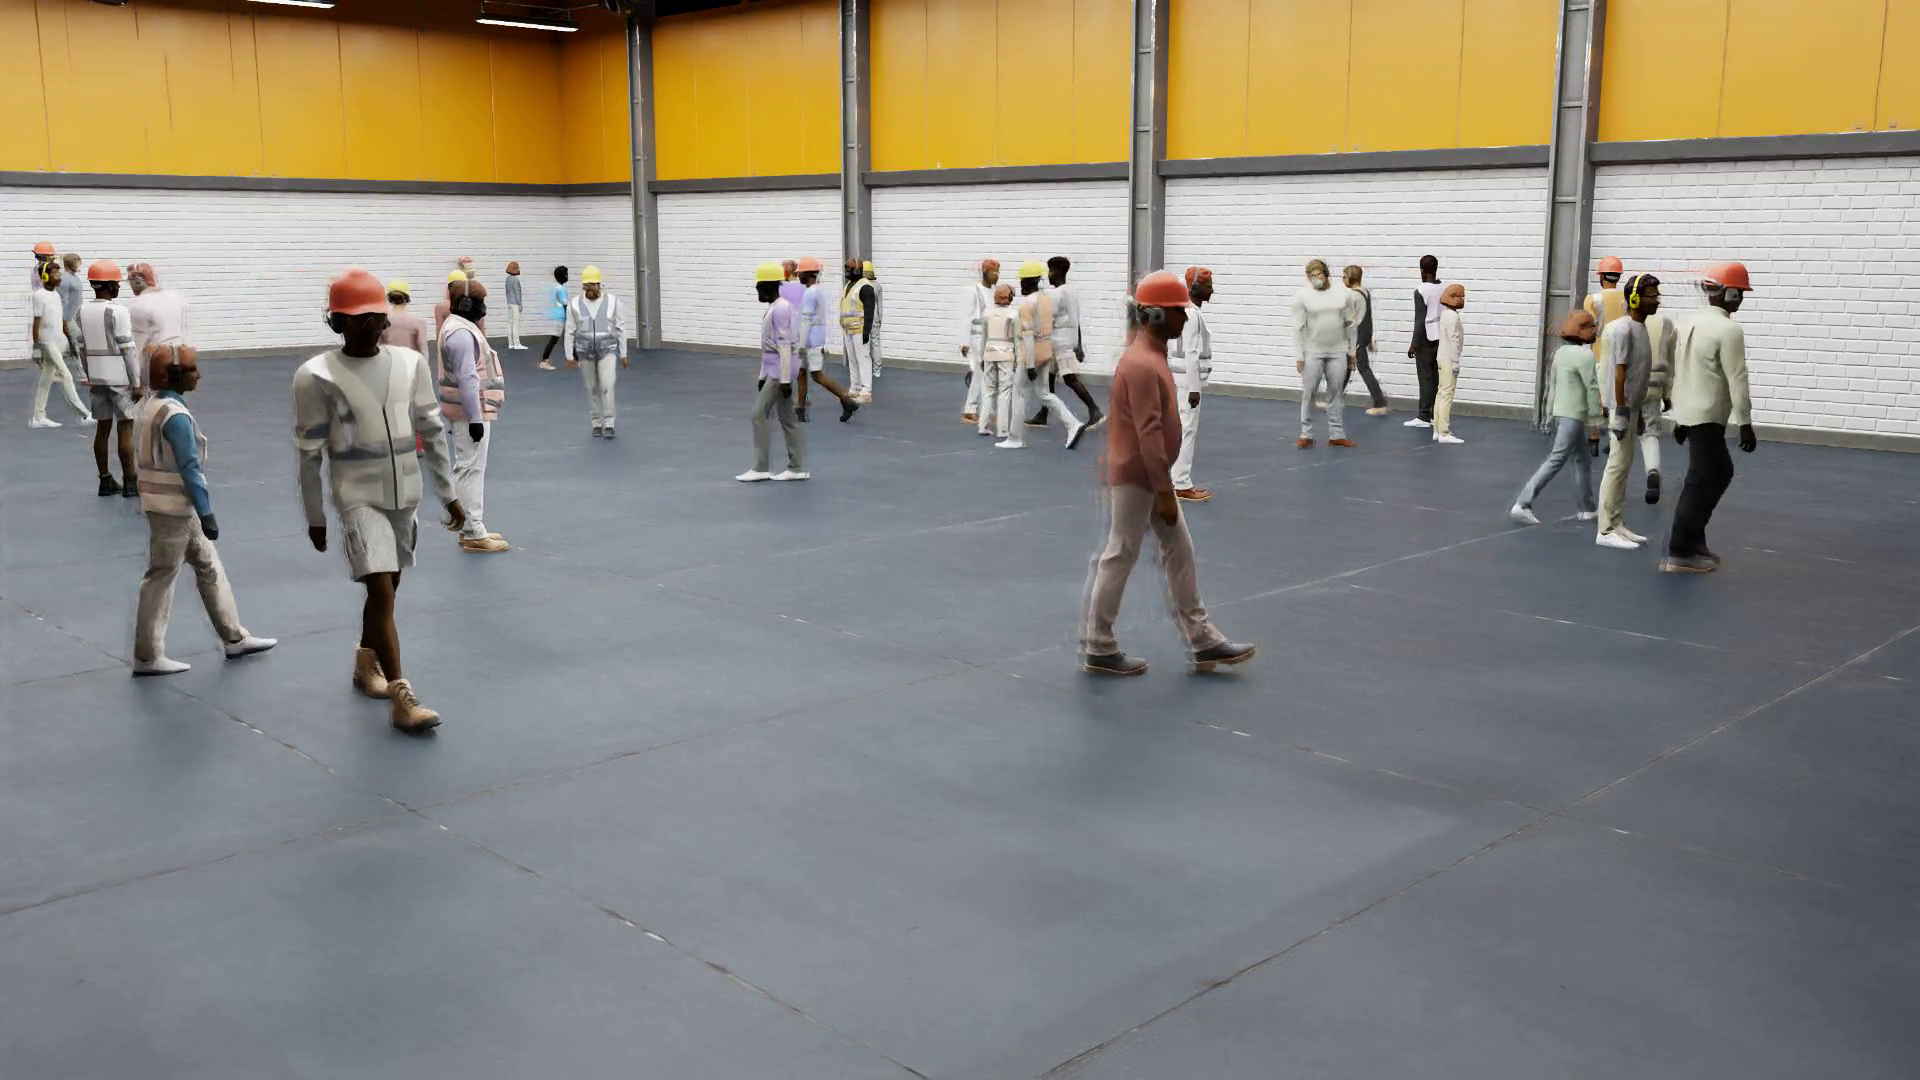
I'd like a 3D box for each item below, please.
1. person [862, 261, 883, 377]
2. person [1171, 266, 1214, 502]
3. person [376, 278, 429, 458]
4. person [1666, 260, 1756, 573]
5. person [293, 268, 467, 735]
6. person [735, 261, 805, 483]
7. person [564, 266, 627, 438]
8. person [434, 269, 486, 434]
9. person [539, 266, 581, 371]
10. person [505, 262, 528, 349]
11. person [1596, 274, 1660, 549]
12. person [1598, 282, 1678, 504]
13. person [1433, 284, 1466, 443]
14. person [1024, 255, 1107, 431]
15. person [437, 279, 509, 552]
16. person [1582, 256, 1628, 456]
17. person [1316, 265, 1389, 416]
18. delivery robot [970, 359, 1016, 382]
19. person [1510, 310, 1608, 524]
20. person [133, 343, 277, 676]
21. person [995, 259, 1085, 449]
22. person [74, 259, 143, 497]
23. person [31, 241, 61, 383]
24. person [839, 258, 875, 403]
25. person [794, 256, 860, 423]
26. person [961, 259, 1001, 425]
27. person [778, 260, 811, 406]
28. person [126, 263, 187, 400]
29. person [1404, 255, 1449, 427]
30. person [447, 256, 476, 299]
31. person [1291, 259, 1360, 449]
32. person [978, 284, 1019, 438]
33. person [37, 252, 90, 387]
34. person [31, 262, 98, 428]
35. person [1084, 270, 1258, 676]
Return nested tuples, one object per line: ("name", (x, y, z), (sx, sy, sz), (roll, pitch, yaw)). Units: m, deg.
("person", (-1.399, -3.323, 25.077), (0.494, 1.743, 0.303), (-6, 12, -30))
("person", (1.865, -1.255, 13.416), (0.337, 1.882, 0.583), (1, 10, 4))
("person", (-5.274, -1.591, 15.665), (0.522, 1.742, 0.781), (-2, 11, -12))
("person", (4.761, -0.761, 10.481), (0.574, 1.969, 0.635), (1, 10, 3))
("person", (-2.570, -0.193, 7.355), (1.013, 1.999, 0.620), (9, 14, 41))
("person", (-1.685, -1.433, 14.315), (0.750, 1.900, 0.623), (-2, 11, -8))
("person", (-3.822, -1.945, 17.386), (0.628, 1.799, 0.795), (-1, 10, -5))
("person", (-5.367, -2.019, 17.907), (0.524, 1.769, 0.309), (-5, 12, -26))
("person", (-6.267, -3.494, 26.256), (0.886, 1.644, 0.546), (-4, 11, -22))
("person", (-8.359, -4.399, 31.241), (0.280, 1.634, 0.499), (-8, 13, -38))
("person", (4.610, -0.884, 11.436), (0.332, 1.870, 0.514), (7, 13, 34))
("person", (5.360, -1.171, 13.166), (0.605, 1.813, 0.720), (1, 10, 8))
("person", (5.071, -1.820, 17.183), (0.280, 1.633, 0.500), (1, 10, 4))
("person", (1.180, -2.160, 18.276), (1.001, 1.926, 0.601), (3, 11, 17))
("person", (-3.304, -0.842, 11.284), (0.429, 1.843, 0.627), (-4, 11, -20))
("person", (6.241, -1.773, 16.115), (0.553, 1.930, 0.387), (-2, 11, -10))
("person", (4.716, -2.375, 19.813), (0.995, 1.788, 0.520), (7, 13, 34))
("delivery robot", (0.502, -2.385, 22.949), (0.707, 0.478, 0.477), (7, 12, 34))
("person", (4.493, -0.904, 12.301), (0.852, 1.592, 0.500), (0, 10, -2))
("person", (-3.719, -0.150, 8.126), (0.782, 1.599, 0.539), (-7, 12, -32))
("person", (0.791, -1.832, 16.534), (0.865, 1.901, 0.591), (6, 12, 30))
("person", (-6.911, -1.312, 13.581), (0.544, 1.939, 0.354), (4, 11, 19))
("person", (-13.206, -3.295, 24.108), (0.393, 2.041, 0.614), (-8, 13, -36))
("person", (-1.328, -2.670, 21.247), (0.429, 1.841, 0.633), (-6, 12, -29))
("person", (-1.591, -2.257, 18.832), (0.888, 1.911, 0.549), (1, 10, 3))
("person", (0.343, -2.219, 18.732), (0.788, 1.856, 0.597), (7, 12, 33))
("person", (-2.188, -2.610, 20.994), (0.828, 1.809, 0.575), (6, 12, 31))
("person", (-7.356, -1.587, 15.224), (0.478, 1.880, 0.669), (2, 11, 10))
("person", (5.245, -2.215, 18.571), (0.587, 1.914, 0.390), (-9, 13, -39))
("person", (-6.486, -2.767, 21.715), (0.715, 1.865, 0.664), (2, 11, 9))
("person", (3.673, -1.842, 16.614), (0.769, 1.904, 0.367), (-1, 10, -3))
("person", (0.431, -1.889, 17.610), (0.520, 1.614, 0.360), (6, 12, 31))
("person", (-12.572, -3.087, 23.362), (0.812, 1.915, 0.636), (-3, 11, -14))
("person", (-9.927, -2.150, 18.431), (0.915, 1.829, 0.559), (-1, 10, -8))
("person", (1.028, -0.289, 7.931), (0.931, 1.955, 0.658), (3, 11, 14))
